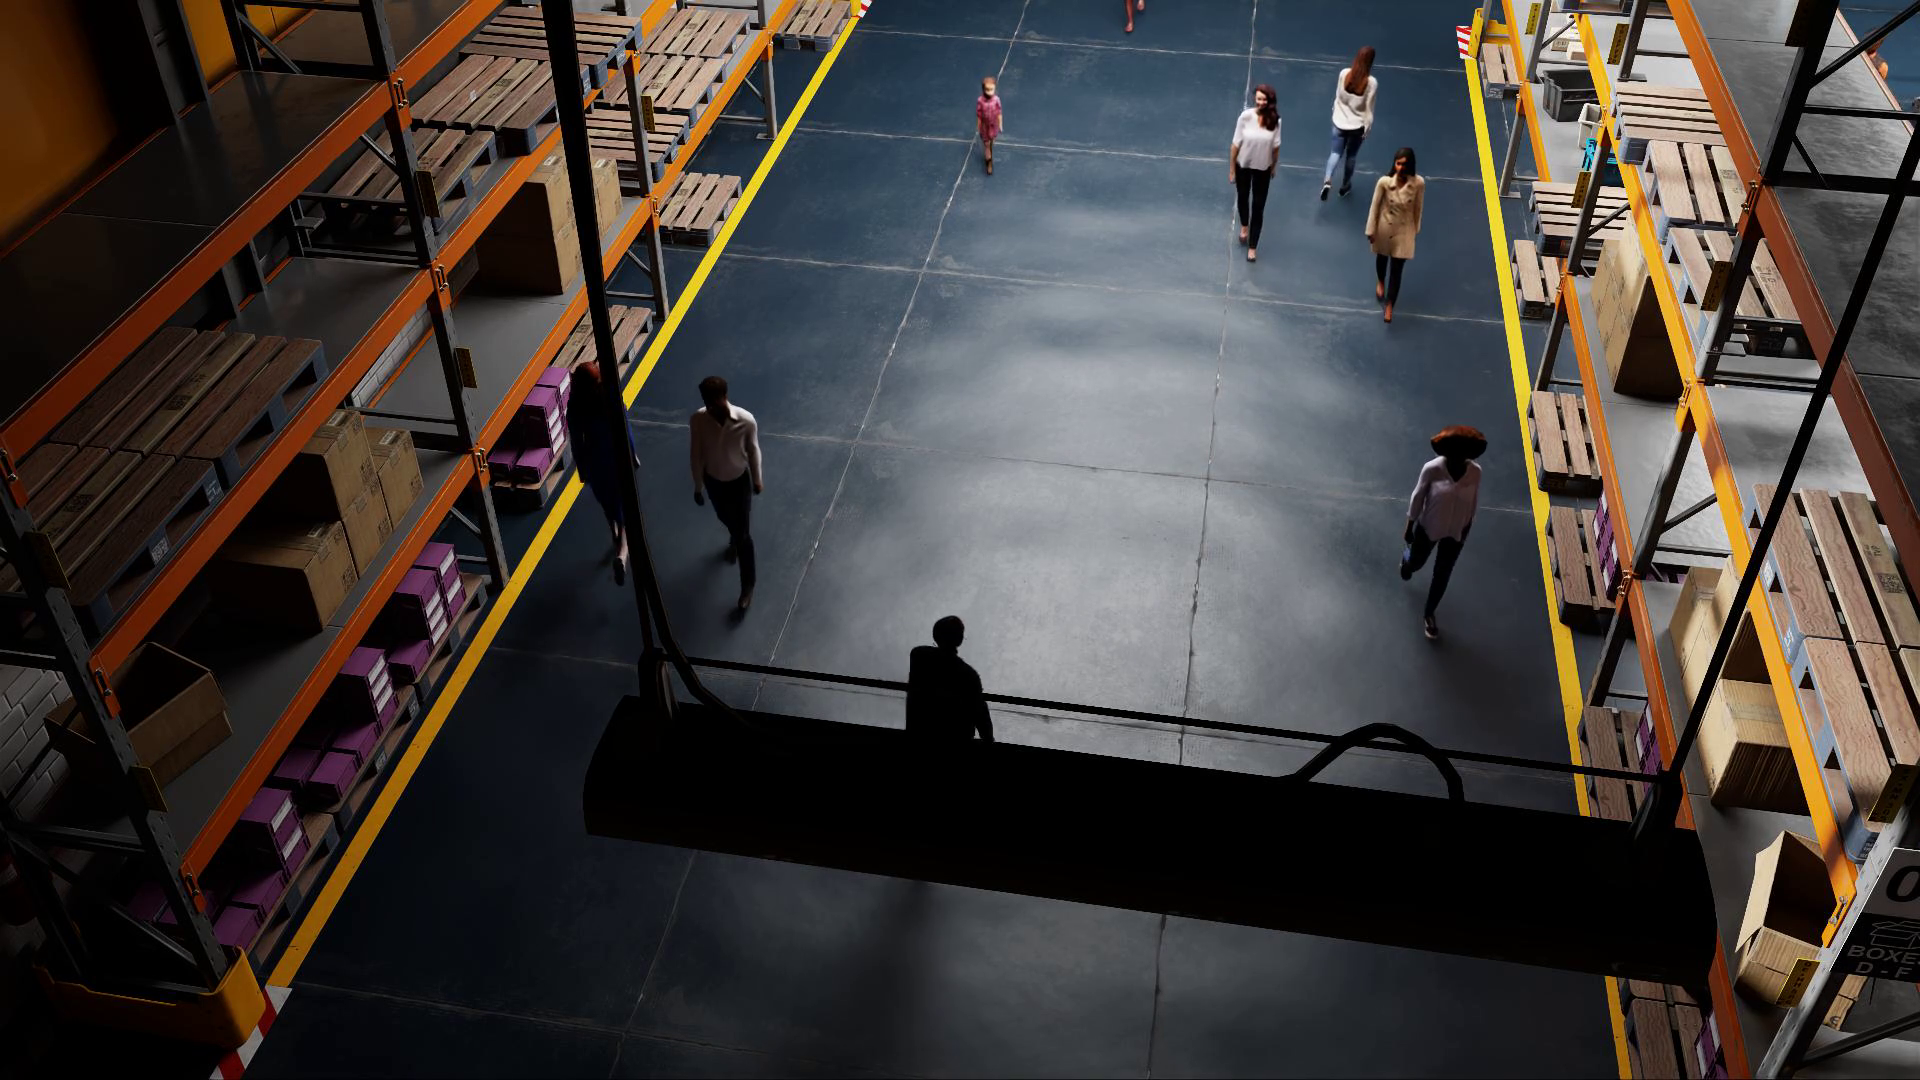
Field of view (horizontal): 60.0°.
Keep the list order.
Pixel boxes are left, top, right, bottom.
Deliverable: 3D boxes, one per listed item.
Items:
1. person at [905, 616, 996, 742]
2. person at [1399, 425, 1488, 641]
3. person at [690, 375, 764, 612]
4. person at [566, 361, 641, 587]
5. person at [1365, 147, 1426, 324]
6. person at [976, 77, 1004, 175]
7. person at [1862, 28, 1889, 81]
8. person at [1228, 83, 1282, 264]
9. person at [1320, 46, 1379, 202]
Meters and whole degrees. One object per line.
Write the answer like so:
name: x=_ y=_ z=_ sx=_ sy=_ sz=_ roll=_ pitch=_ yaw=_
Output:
person: x=-0.136 y=1.245 z=10.236 sx=1.034 sy=1.754 sz=1.256 roll=25 pitch=45 yaw=28
person: x=3.468 y=-0.151 z=12.035 sx=0.683 sy=1.692 sz=0.990 roll=4 pitch=39 yaw=5
person: x=-1.724 y=-0.487 z=12.343 sx=0.738 sy=1.833 sz=1.206 roll=1 pitch=39 yaw=1
person: x=-2.609 y=-0.464 z=12.340 sx=0.787 sy=1.800 sz=1.128 roll=-3 pitch=39 yaw=-4
person: x=4.039 y=-2.916 z=15.540 sx=0.683 sy=1.638 sz=1.081 roll=8 pitch=39 yaw=9
person: x=0.322 y=-4.563 z=18.105 sx=0.540 sy=1.010 sz=0.787 roll=-3 pitch=39 yaw=-3
person: x=9.247 y=-4.436 z=17.272 sx=1.299 sy=1.852 sz=1.307 roll=-17 pitch=42 yaw=-20
person: x=2.885 y=-3.678 z=16.404 sx=0.639 sy=1.750 sz=1.083 roll=6 pitch=39 yaw=7
person: x=4.005 y=-4.257 z=17.190 sx=0.846 sy=1.675 sz=1.037 roll=21 pitch=43 yaw=24
